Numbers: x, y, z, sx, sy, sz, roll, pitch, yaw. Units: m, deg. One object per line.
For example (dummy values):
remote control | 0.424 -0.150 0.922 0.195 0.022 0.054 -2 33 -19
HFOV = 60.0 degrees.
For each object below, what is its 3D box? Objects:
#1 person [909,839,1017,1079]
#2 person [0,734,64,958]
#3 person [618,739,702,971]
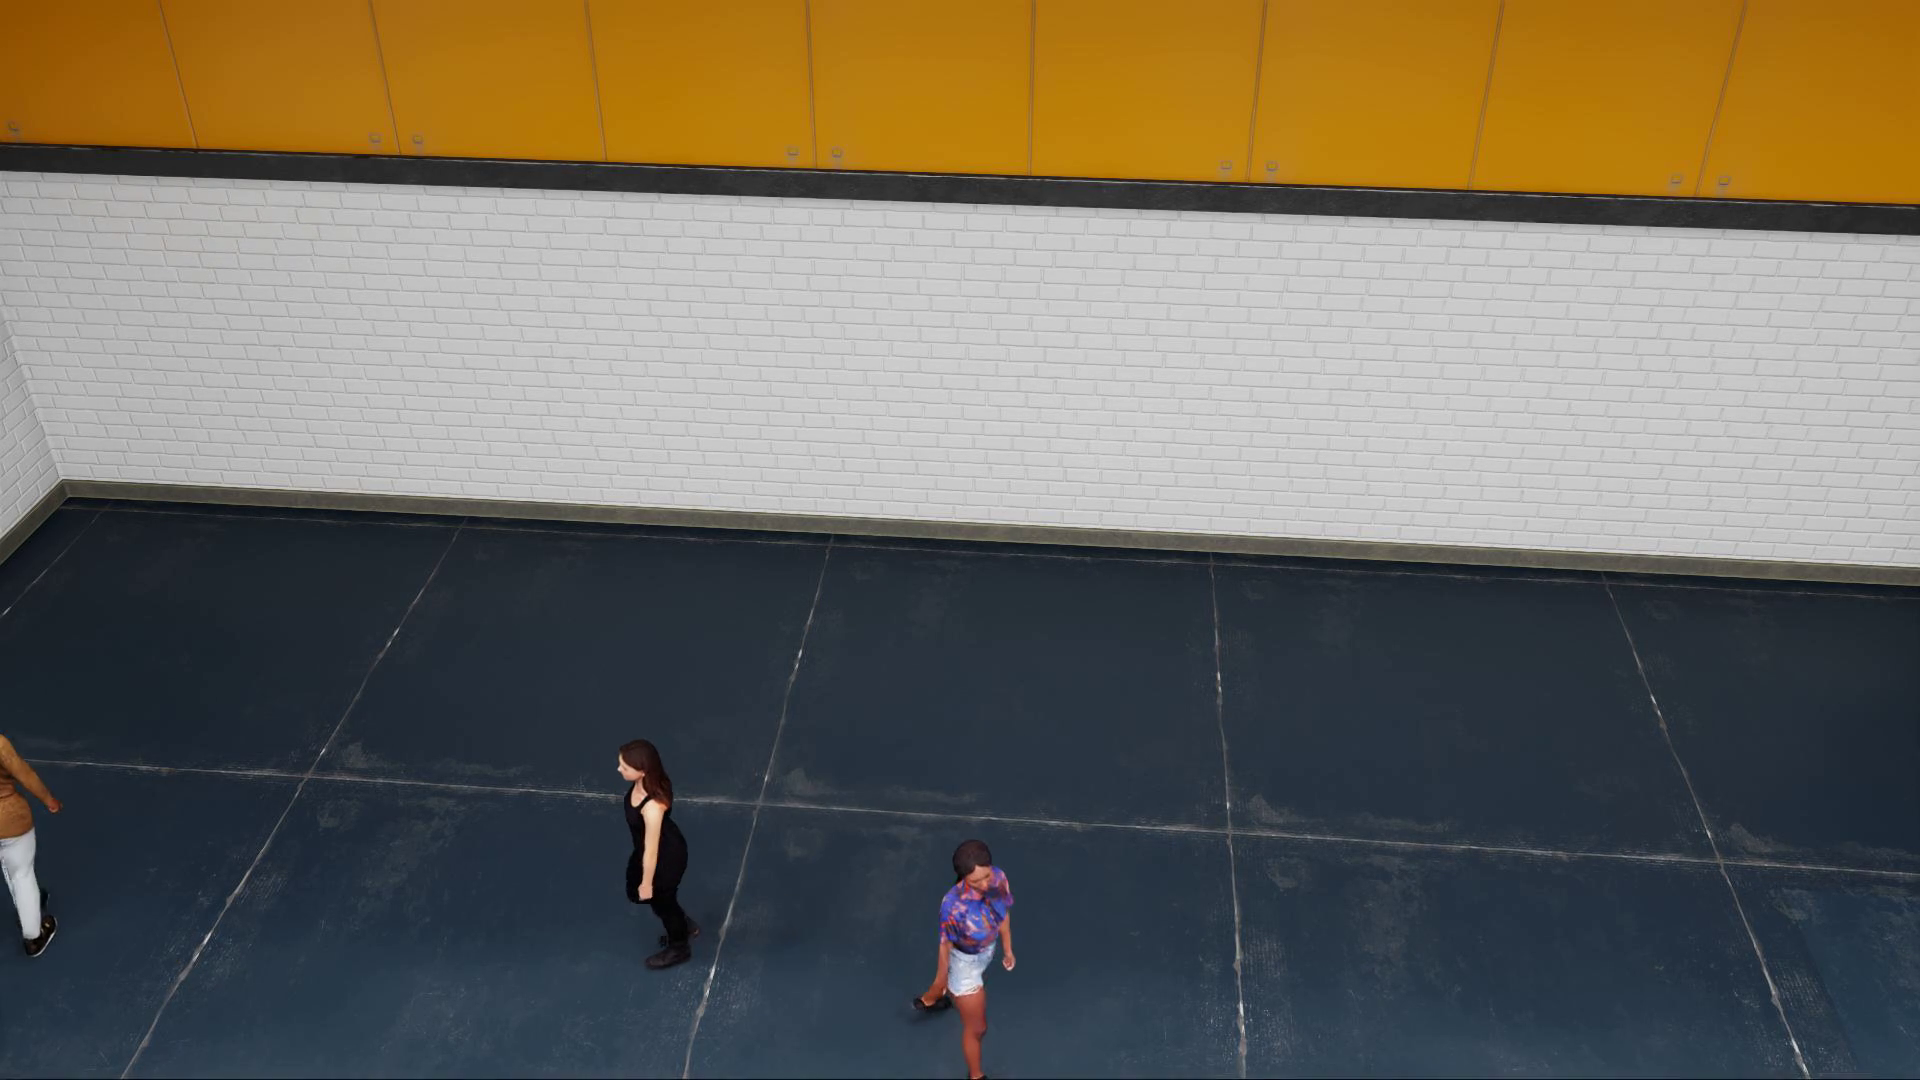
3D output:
person | 0.007 2.111 8.498 1.050 1.720 1.064 20 39 27
person | -5.346 1.604 9.188 0.686 1.802 0.751 -2 34 -2
person | -1.572 1.731 9.110 0.742 1.676 0.659 -10 35 -15
